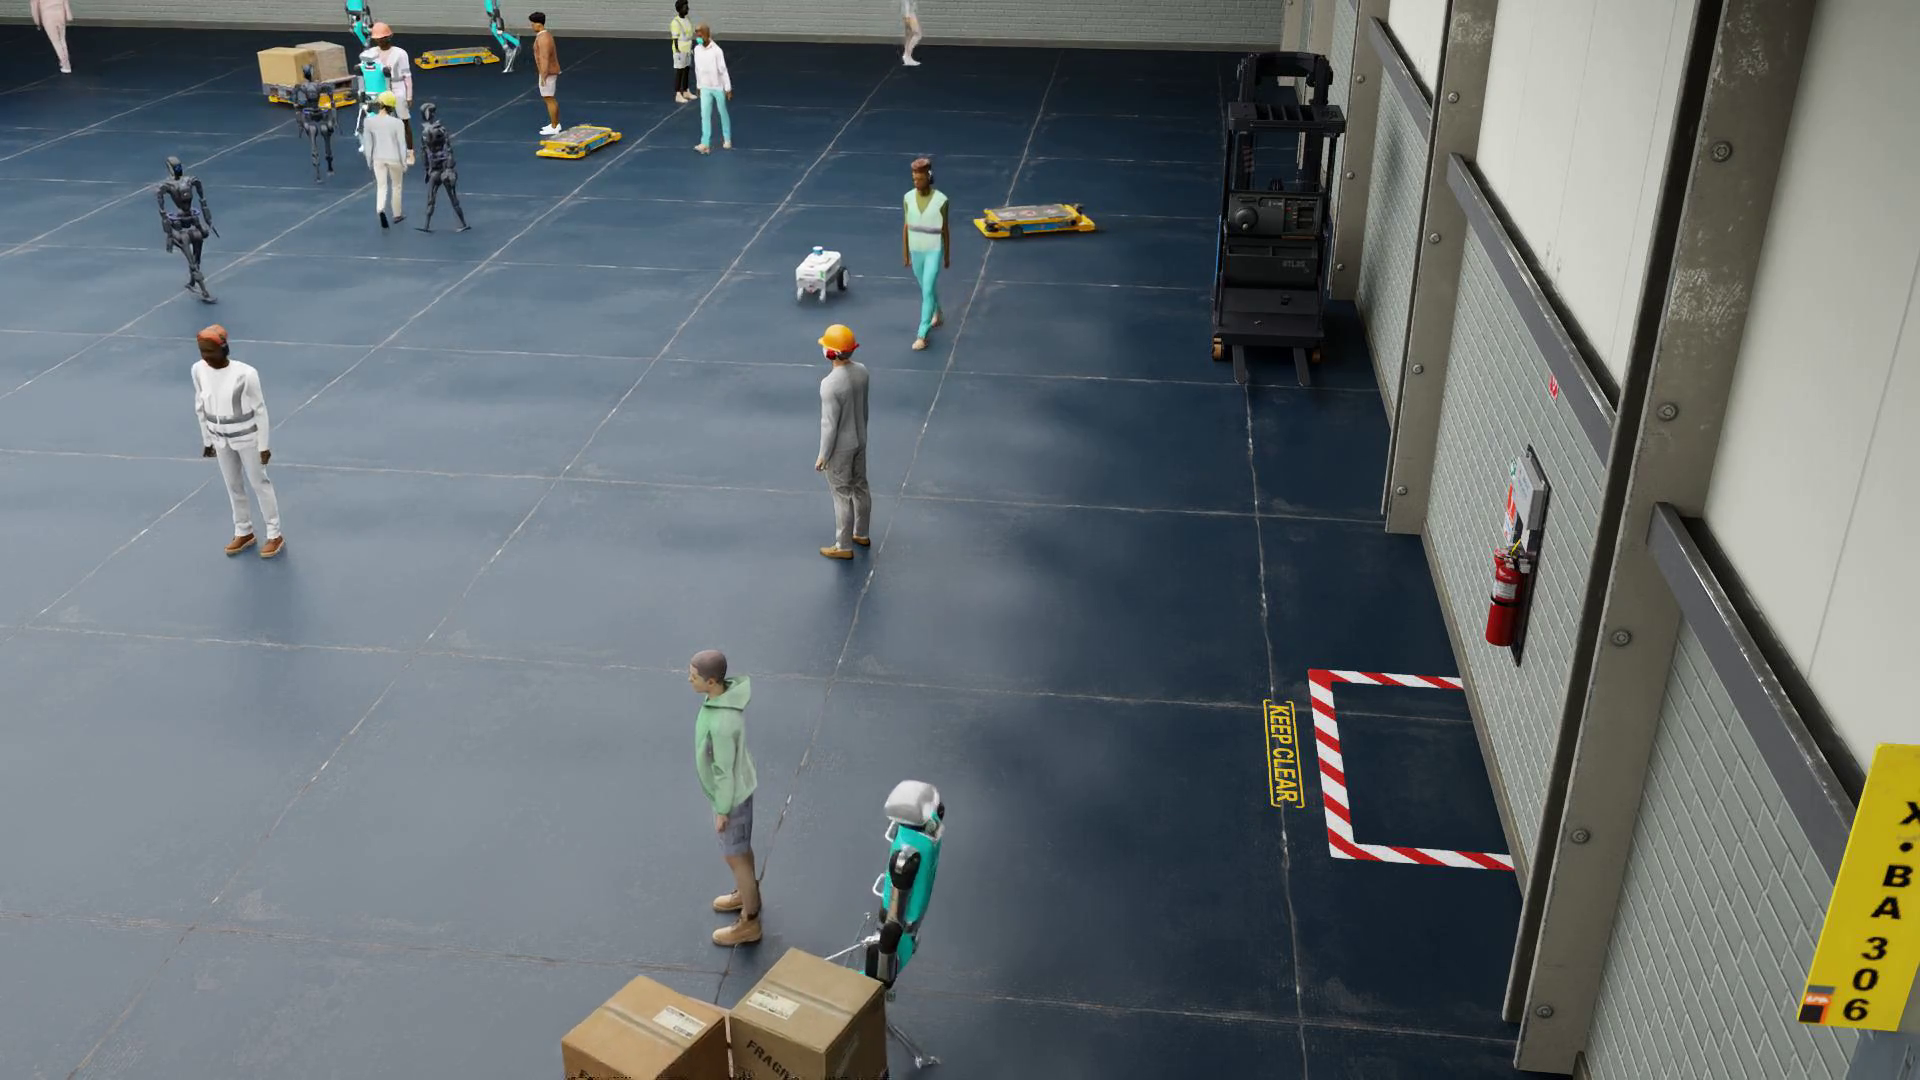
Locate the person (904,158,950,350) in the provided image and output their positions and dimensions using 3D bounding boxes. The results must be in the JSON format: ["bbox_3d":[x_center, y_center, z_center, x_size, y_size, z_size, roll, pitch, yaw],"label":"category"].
[{"bbox_3d":[-0.338,-3.058,17.394,0.483,1.937,1.009,9,28,18],"label":"person"}]

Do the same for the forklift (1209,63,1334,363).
[{"bbox_3d":[3.241,-3.477,17.183,1.129,2.768,1.873,3,27,6],"label":"forklift"}]

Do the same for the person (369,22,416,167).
[{"bbox_3d":[-8.181,-6.406,23.951,0.607,2.043,0.395,3,27,6],"label":"person"}]

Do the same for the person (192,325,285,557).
[{"bbox_3d":[-5.596,-0.763,12.869,0.584,1.879,0.341,6,27,12],"label":"person"}]

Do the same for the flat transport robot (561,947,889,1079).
[{"bbox_3d":[-1.085,2.791,7.566,0.659,0.231,1.431,11,29,21],"label":"flat transport robot"}]

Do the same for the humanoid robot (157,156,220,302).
[{"bbox_3d":[-8.634,-3.494,18.607,0.785,1.629,0.609,18,32,32],"label":"humanoid robot"}]

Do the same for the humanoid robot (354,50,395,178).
[{"bbox_3d":[-8.199,-5.858,23.206,0.550,1.813,0.669,4,27,9],"label":"humanoid robot"}]

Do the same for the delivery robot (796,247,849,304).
[{"bbox_3d":[-1.595,-3.034,18.866,0.499,0.586,0.773,6,27,12],"label":"delivery robot"}]

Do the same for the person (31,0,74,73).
[{"bbox_3d":[-16.595,-9.499,30.306,0.839,1.871,0.653,17,31,31],"label":"person"}]

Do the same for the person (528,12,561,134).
[{"bbox_3d":[-6.430,-7.280,25.917,0.417,1.842,0.798,-4,27,-8],"label":"person"}]

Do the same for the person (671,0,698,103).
[{"bbox_3d":[-4.659,-8.243,28.006,0.321,1.694,0.532,10,28,19],"label":"person"}]

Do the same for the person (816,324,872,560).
[{"bbox_3d":[-0.895,-0.758,12.838,0.353,1.898,0.560,15,30,28],"label":"person"}]

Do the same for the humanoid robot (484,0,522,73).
[{"bbox_3d":[-8.226,-9.253,30.085,0.703,1.893,0.548,-15,30,-28],"label":"humanoid robot"}]

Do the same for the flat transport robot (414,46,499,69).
[{"bbox_3d":[-9.442,-9.042,31.190,1.431,0.231,0.659,-14,30,-26],"label":"flat transport robot"}]

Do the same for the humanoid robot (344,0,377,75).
[{"bbox_3d":[-10.797,-9.384,30.252,0.546,1.805,0.763,11,29,21],"label":"humanoid robot"}]

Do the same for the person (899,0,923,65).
[{"bbox_3d":[-0.899,-9.725,30.769,0.481,1.861,0.537,1,27,2],"label":"person"}]

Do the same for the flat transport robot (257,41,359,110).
[{"bbox_3d":[-10.931,-7.459,28.028,1.431,0.231,0.659,16,31,28],"label":"flat transport robot"}]

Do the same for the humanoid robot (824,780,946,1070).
[{"bbox_3d":[-0.454,1.883,7.759,0.799,1.780,0.539,6,27,12],"label":"humanoid robot"}]

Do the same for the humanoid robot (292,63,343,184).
[{"bbox_3d":[-9.001,-5.866,23.341,0.592,1.641,0.728,-9,28,-18],"label":"humanoid robot"}]

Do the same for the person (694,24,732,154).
[{"bbox_3d":[-3.685,-6.702,24.739,0.635,1.851,0.993,9,28,18],"label":"person"}]

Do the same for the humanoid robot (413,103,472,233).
[{"bbox_3d":[-6.565,-4.635,20.849,0.608,1.636,0.707,17,31,30],"label":"humanoid robot"}]

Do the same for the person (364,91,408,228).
[{"bbox_3d":[-7.294,-4.827,21.154,0.542,1.717,0.714,-1,27,-2],"label":"person"}]

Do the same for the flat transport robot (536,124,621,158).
[{"bbox_3d":[-5.765,-6.034,25.184,0.659,0.231,1.431,8,28,16],"label":"flat transport robot"}]

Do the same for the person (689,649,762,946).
[{"bbox_3d":[-1.227,1.345,8.825,0.315,1.734,0.477,-5,27,-9],"label":"person"}]

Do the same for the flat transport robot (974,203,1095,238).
[{"bbox_3d":[0.949,-4.086,21.296,1.431,0.231,0.659,-6,27,-13],"label":"flat transport robot"}]
